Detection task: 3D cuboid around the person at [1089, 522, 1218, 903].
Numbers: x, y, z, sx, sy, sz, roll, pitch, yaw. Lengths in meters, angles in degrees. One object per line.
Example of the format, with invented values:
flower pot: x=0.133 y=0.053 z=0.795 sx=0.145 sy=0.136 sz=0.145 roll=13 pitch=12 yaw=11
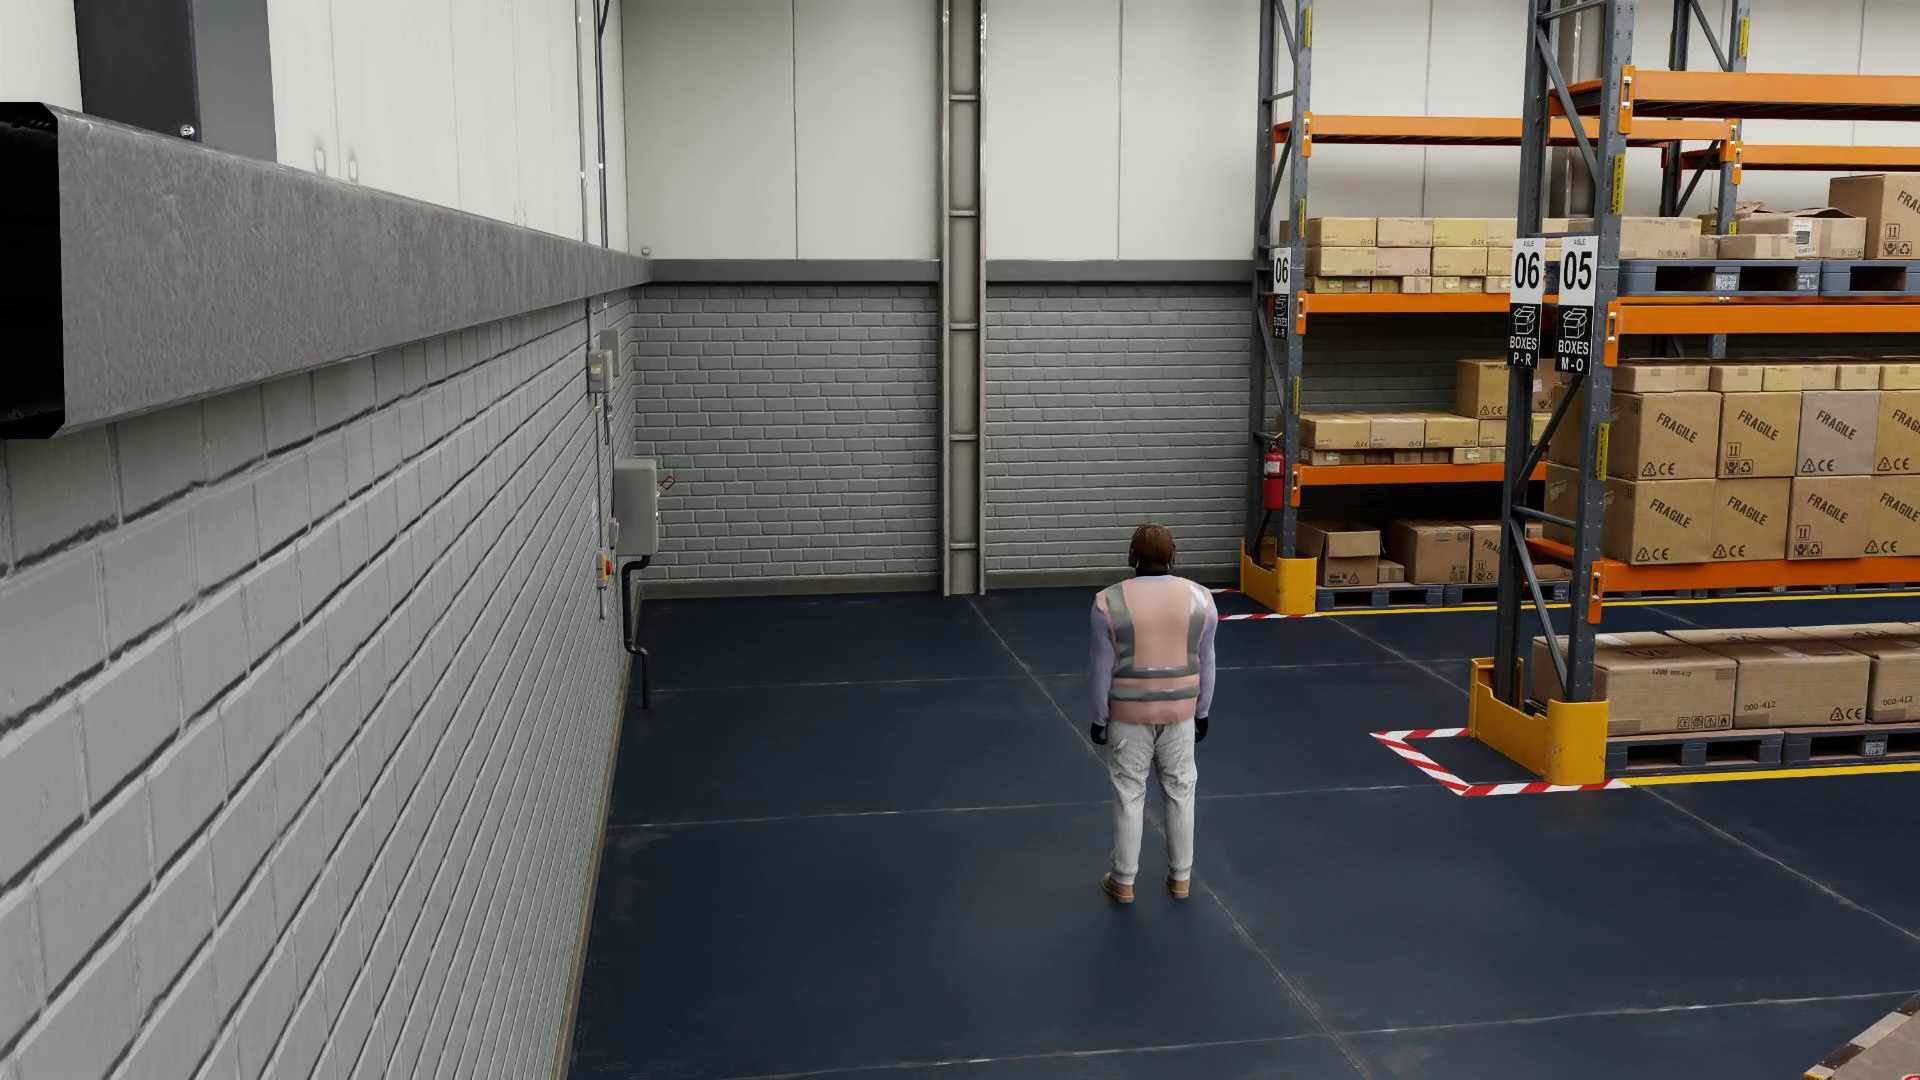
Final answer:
person: x=0.911 y=0.829 z=7.997 sx=0.627 sy=1.844 sz=0.429 roll=-1 pitch=9 yaw=-9
